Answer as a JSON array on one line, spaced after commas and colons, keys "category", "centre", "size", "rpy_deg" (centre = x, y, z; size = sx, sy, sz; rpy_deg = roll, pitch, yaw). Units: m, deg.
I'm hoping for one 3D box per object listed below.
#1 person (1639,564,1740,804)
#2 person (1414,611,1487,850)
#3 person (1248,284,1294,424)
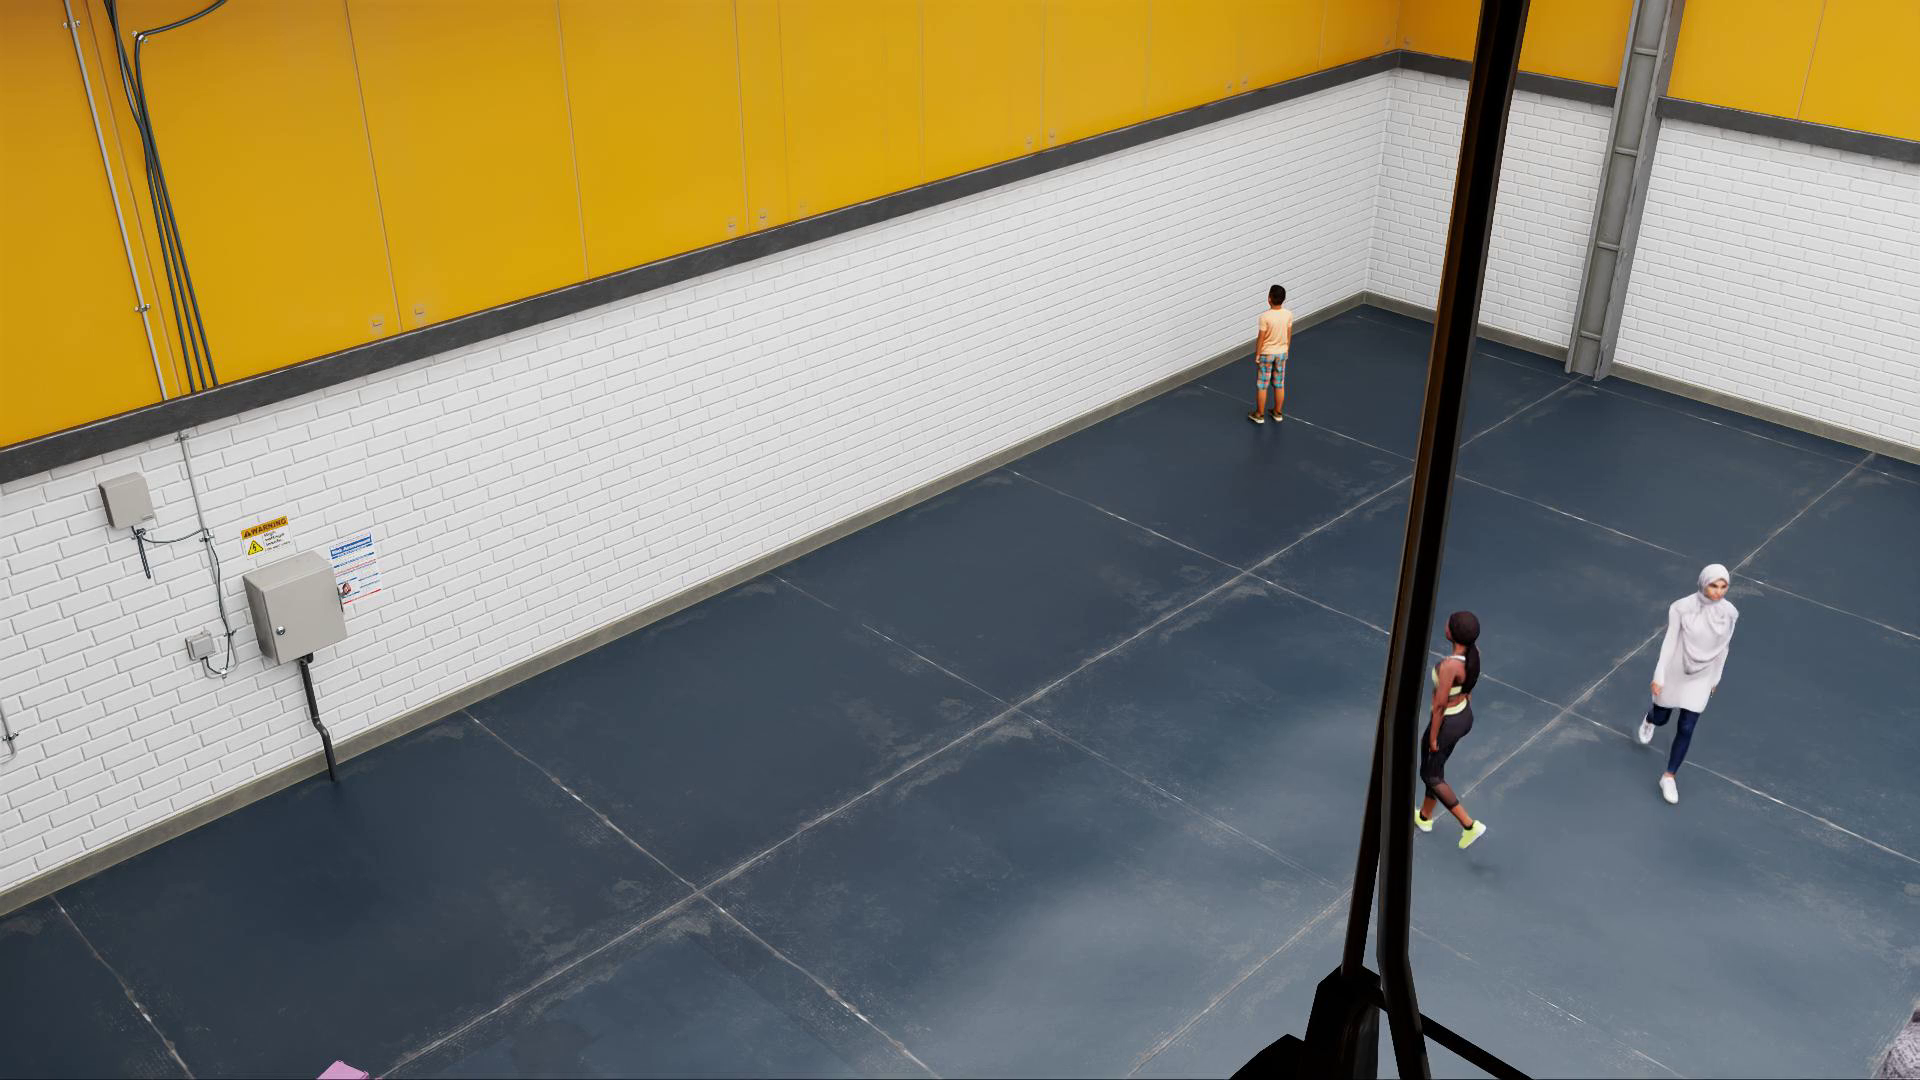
[{"category": "person", "centre": [5.008, 0.914, 11.539], "size": [1.034, 1.759, 1.010], "rpy_deg": [5, 29, 9]}, {"category": "person", "centre": [3.264, 1.269, 10.909], "size": [0.613, 1.739, 0.927], "rpy_deg": [-21, 35, -34]}, {"category": "person", "centre": [3.211, -1.908, 17.026], "size": [0.589, 1.458, 0.620], "rpy_deg": [-6, 29, -12]}]
